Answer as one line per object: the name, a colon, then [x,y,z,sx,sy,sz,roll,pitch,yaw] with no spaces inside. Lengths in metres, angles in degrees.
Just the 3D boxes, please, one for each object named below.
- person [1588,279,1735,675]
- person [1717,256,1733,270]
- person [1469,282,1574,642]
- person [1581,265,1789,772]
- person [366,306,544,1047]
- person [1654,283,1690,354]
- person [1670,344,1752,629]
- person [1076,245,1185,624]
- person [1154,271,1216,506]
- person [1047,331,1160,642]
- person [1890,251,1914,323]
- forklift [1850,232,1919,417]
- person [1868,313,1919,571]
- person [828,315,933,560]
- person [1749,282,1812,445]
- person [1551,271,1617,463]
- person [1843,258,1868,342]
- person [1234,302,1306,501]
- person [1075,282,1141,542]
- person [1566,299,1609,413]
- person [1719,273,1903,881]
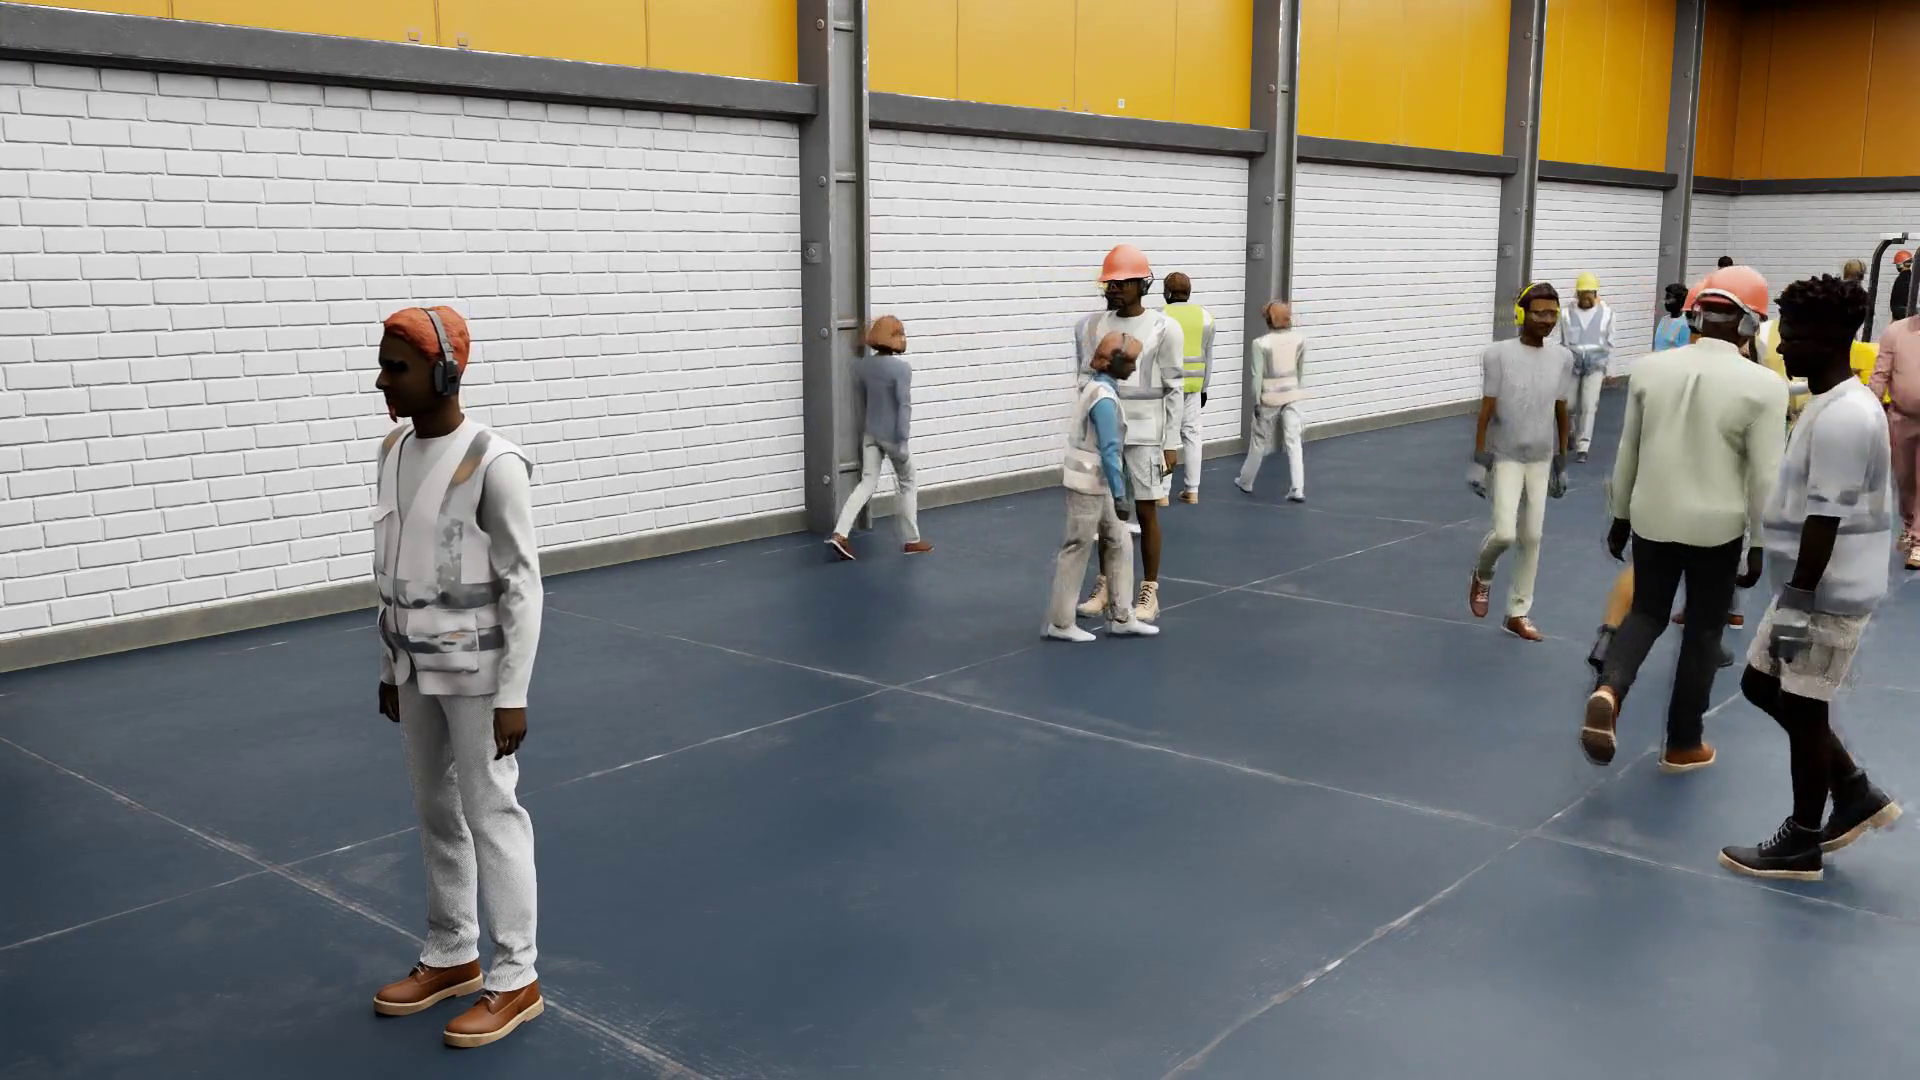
person: [3.346,-0.271,7.781,0.956,1.897,0.592,-7,12,-33]
person: [10.395,-2.893,22.639,0.587,1.914,0.391,-2,10,-12]
person: [2.912,-0.412,8.672,0.546,1.855,0.477,-1,10,-8]
person: [2.726,-0.045,6.286,0.690,1.963,0.642,-9,13,-42]
person: [-1.306,0.348,4.269,0.585,1.882,0.340,8,13,38]
person: [6.692,-1.553,15.623,0.321,1.697,0.531,-2,10,-9]
person: [4.032,-0.331,8.846,0.498,1.633,0.279,0,10,0]
person: [0.893,-0.561,8.994,0.616,2.041,0.379,7,12,33]
person: [1.694,-1.187,13.133,0.627,1.844,0.429,-4,11,-23]
person: [0.763,-0.255,8.457,0.692,1.602,0.528,1,10,5]
person: [14.299,-3.393,25.282,0.613,1.984,0.402,-8,13,-40]
forklift: [9.955,-1.972,16.595,2.313,2.155,1.214,1,10,8]
person: [6.262,-0.782,10.794,0.652,1.862,0.993,9,14,43]
person: [-0.528,-0.667,10.852,0.507,1.605,0.795,10,14,43]
person: [5.647,-0.847,11.270,0.643,1.819,0.689,8,13,39]
person: [5.969,-1.669,15.967,0.602,1.808,0.723,4,11,20]
person: [9.255,-2.000,17.549,0.627,1.924,0.642,-2,10,-13]
person: [2.556,-1.127,13.496,0.516,1.593,0.840,-3,10,-15]
person: [1.089,-0.942,11.569,0.588,1.906,0.653,6,12,31]
person: [7.723,-2.414,20.547,0.532,1.694,0.320,3,10,14]
person: [2.722,0.140,5.262,0.439,1.948,0.598,4,11,21]
